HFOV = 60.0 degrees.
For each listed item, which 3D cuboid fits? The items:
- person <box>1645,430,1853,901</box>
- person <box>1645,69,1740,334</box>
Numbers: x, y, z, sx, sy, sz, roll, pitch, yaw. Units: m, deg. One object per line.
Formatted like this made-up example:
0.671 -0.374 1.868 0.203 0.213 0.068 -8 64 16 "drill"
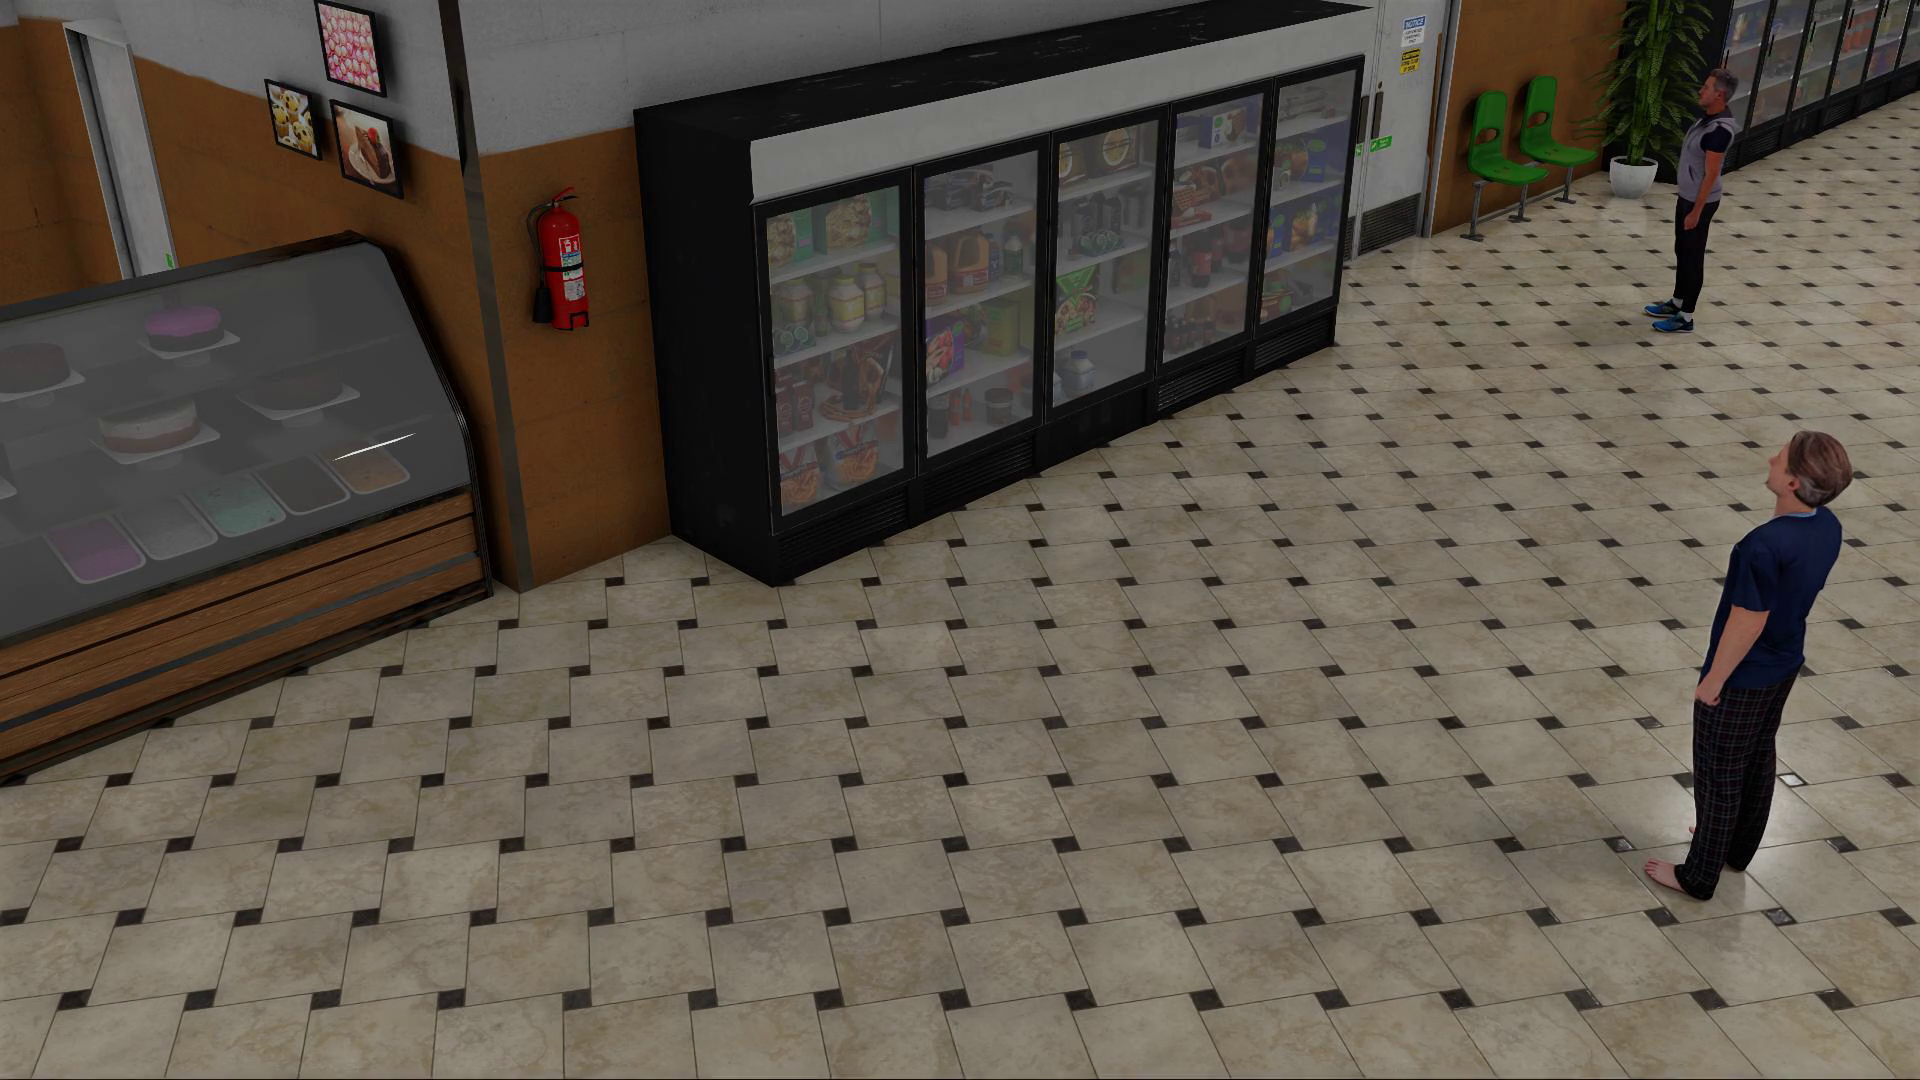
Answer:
2.887 0.461 6.049 0.690 1.872 0.599 -19 32 -32 "person"
5.207 -2.390 11.718 0.778 1.830 0.772 5 27 10 "person"
